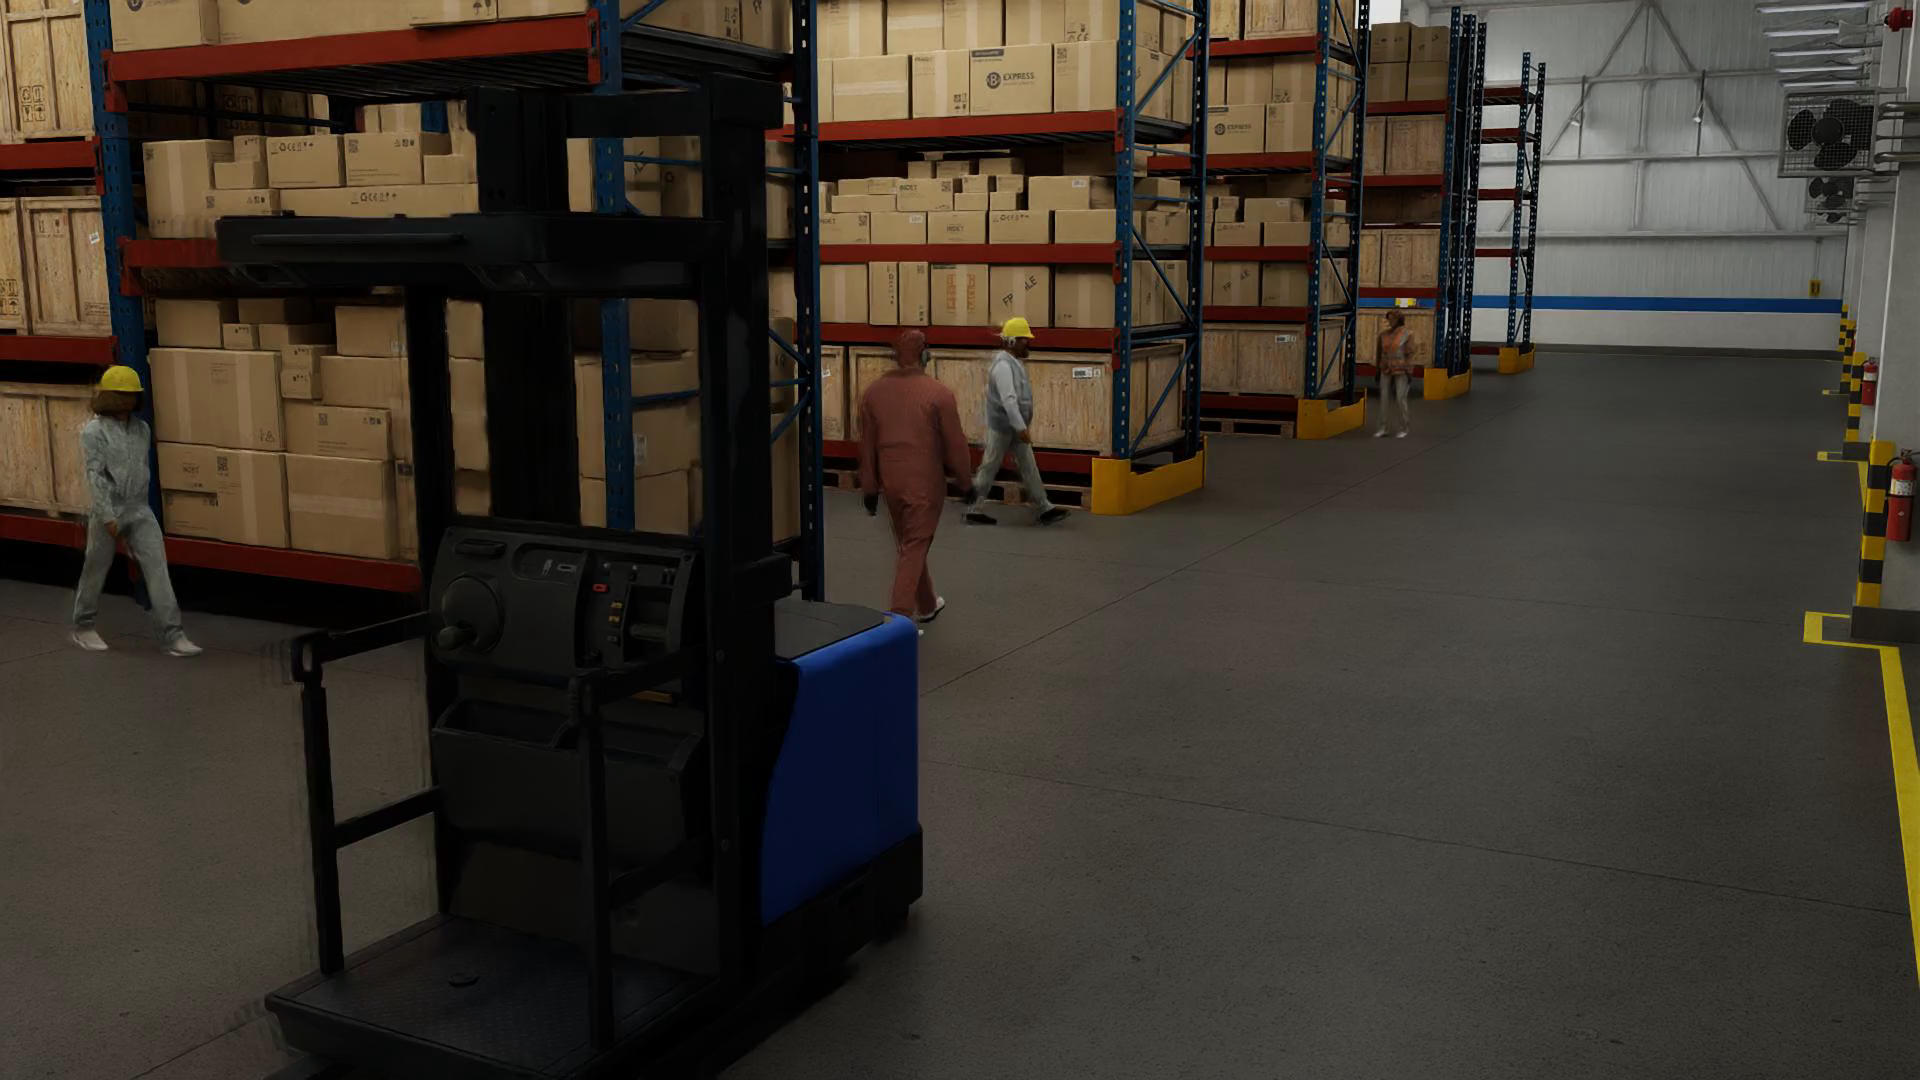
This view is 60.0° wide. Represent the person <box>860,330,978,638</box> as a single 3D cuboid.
[{"bbox_3d":[-0.245,-0.345,10.199,0.650,1.860,0.916,6,12,33],"label":"person"}]

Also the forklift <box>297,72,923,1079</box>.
[{"bbox_3d":[-0.989,0.021,5.127,1.129,2.768,1.873,5,11,27],"label":"forklift"}]

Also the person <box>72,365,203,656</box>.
[{"bbox_3d":[-4.861,-0.162,9.627,0.915,1.701,0.487,5,11,25],"label":"person"}]

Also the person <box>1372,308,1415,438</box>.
[{"bbox_3d":[5.488,-2.103,21.019,0.523,1.636,0.310,9,13,42],"label":"person"}]

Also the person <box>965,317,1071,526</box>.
[{"bbox_3d":[0.455,-0.985,14.117,0.913,1.787,0.601,3,10,19],"label":"person"}]
